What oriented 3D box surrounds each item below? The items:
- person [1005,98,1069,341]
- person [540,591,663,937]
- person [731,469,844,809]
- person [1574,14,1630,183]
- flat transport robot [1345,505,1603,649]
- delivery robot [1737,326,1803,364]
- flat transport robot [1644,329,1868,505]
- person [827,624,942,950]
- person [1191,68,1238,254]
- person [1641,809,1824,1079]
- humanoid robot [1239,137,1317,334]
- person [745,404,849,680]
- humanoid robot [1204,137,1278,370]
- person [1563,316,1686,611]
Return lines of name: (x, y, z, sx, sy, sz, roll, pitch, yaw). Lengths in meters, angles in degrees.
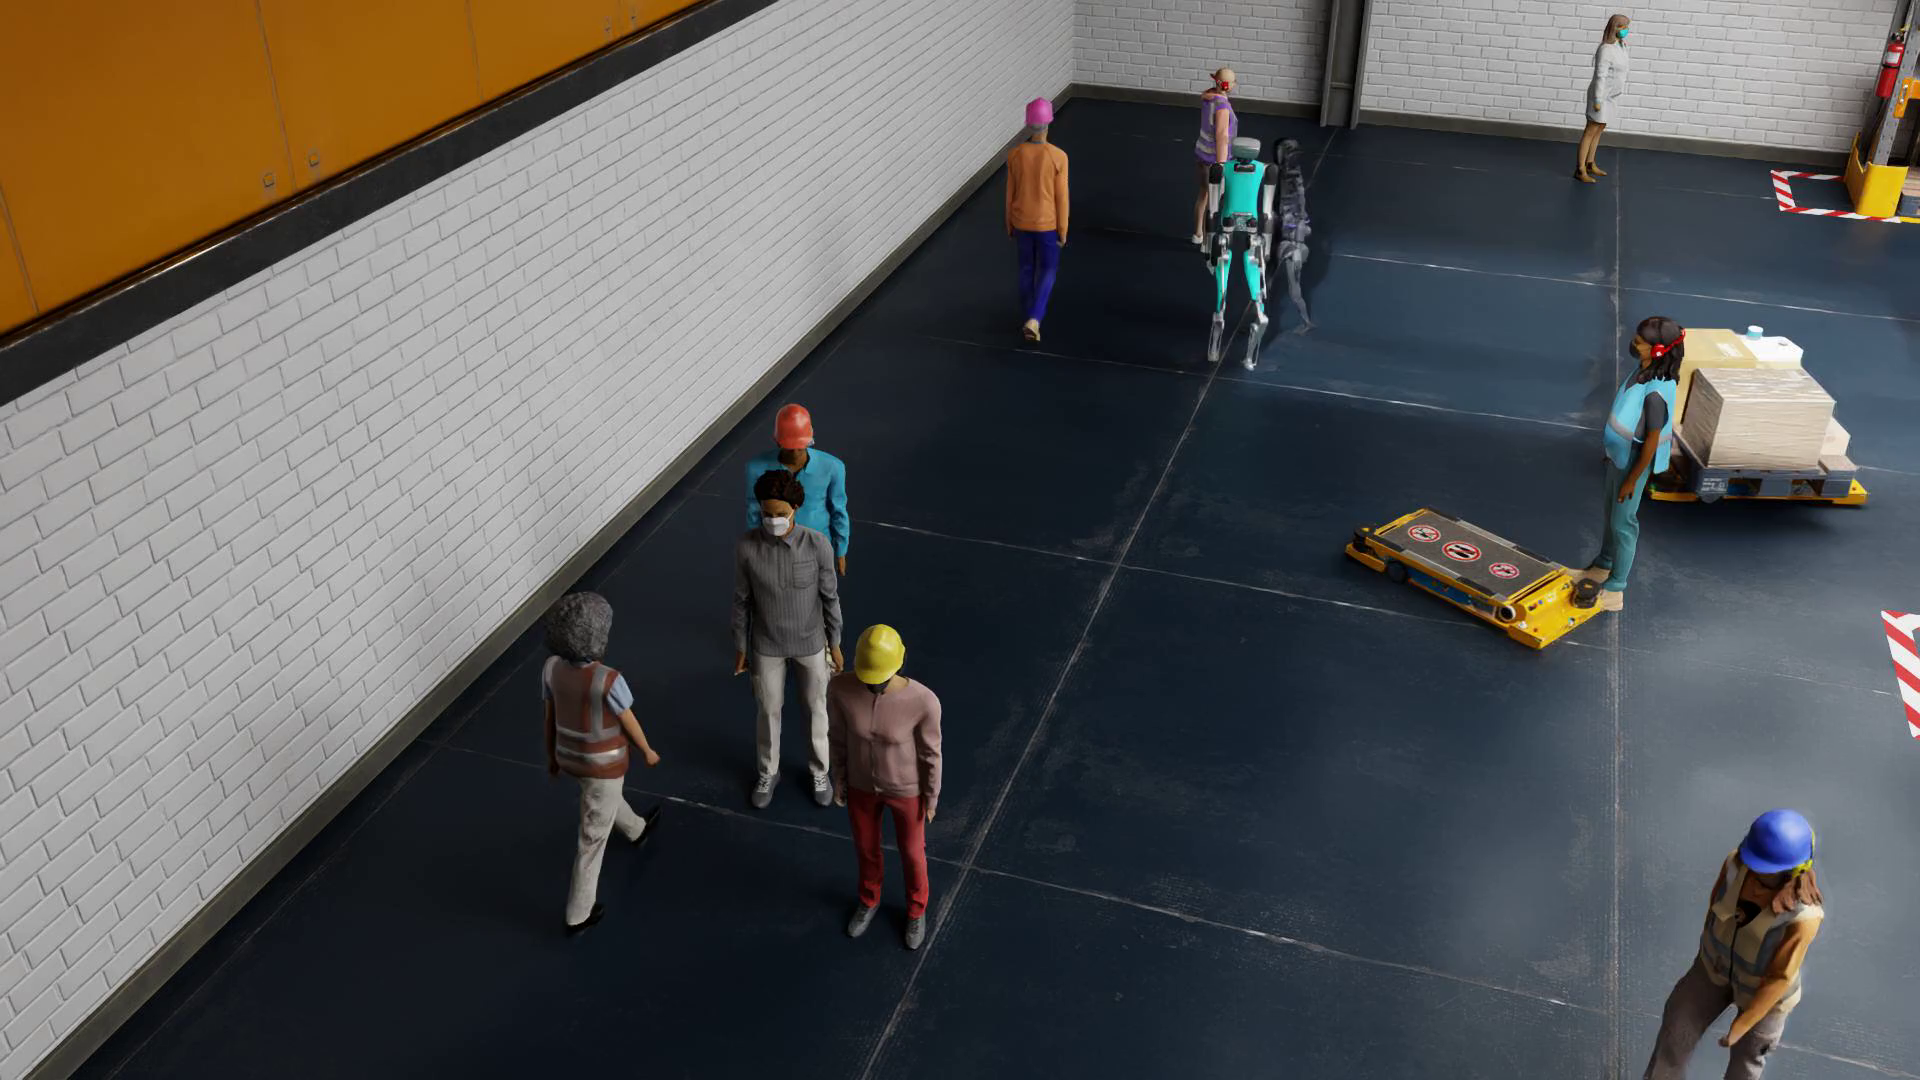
person: (0.601, -2.512, 13.235, 0.522, 1.959, 0.648, 9, 32, 15)
person: (-1.637, 0.965, 7.623, 0.432, 1.633, 0.892, 15, 34, 24)
person: (-0.846, 0.486, 8.193, 0.546, 1.896, 0.374, -1, 30, -1)
person: (6.546, -4.480, 16.873, 0.338, 1.659, 0.483, 23, 38, 34)
flat transport robot: (3.164, 0.193, 10.297, 0.659, 0.231, 1.431, -23, 37, -34)
delivery robot: (5.979, -1.324, 12.600, 0.784, 0.599, 0.499, -4, 31, -7)
flat transport robot: (5.390, -0.487, 11.454, 1.431, 0.231, 0.659, 1, 30, 2)
person: (-0.332, 1.094, 7.306, 0.514, 1.752, 0.369, 9, 32, 15)
person: (2.303, -3.431, 15.063, 0.343, 1.686, 0.477, -5, 31, -8)
person: (2.894, 1.699, 6.279, 0.697, 1.742, 0.454, -16, 34, -25)
humanoid robot: (2.616, -2.416, 13.389, 0.648, 1.643, 0.621, -7, 31, -12)
person: (-0.884, 0.043, 9.097, 0.563, 1.744, 0.350, -1, 30, -1)
humanoid robot: (2.153, -2.149, 12.832, 0.530, 1.770, 0.760, 2, 30, 3)
person: (3.947, -0.447, 9.812, 0.391, 1.866, 0.516, 4, 31, 7)
